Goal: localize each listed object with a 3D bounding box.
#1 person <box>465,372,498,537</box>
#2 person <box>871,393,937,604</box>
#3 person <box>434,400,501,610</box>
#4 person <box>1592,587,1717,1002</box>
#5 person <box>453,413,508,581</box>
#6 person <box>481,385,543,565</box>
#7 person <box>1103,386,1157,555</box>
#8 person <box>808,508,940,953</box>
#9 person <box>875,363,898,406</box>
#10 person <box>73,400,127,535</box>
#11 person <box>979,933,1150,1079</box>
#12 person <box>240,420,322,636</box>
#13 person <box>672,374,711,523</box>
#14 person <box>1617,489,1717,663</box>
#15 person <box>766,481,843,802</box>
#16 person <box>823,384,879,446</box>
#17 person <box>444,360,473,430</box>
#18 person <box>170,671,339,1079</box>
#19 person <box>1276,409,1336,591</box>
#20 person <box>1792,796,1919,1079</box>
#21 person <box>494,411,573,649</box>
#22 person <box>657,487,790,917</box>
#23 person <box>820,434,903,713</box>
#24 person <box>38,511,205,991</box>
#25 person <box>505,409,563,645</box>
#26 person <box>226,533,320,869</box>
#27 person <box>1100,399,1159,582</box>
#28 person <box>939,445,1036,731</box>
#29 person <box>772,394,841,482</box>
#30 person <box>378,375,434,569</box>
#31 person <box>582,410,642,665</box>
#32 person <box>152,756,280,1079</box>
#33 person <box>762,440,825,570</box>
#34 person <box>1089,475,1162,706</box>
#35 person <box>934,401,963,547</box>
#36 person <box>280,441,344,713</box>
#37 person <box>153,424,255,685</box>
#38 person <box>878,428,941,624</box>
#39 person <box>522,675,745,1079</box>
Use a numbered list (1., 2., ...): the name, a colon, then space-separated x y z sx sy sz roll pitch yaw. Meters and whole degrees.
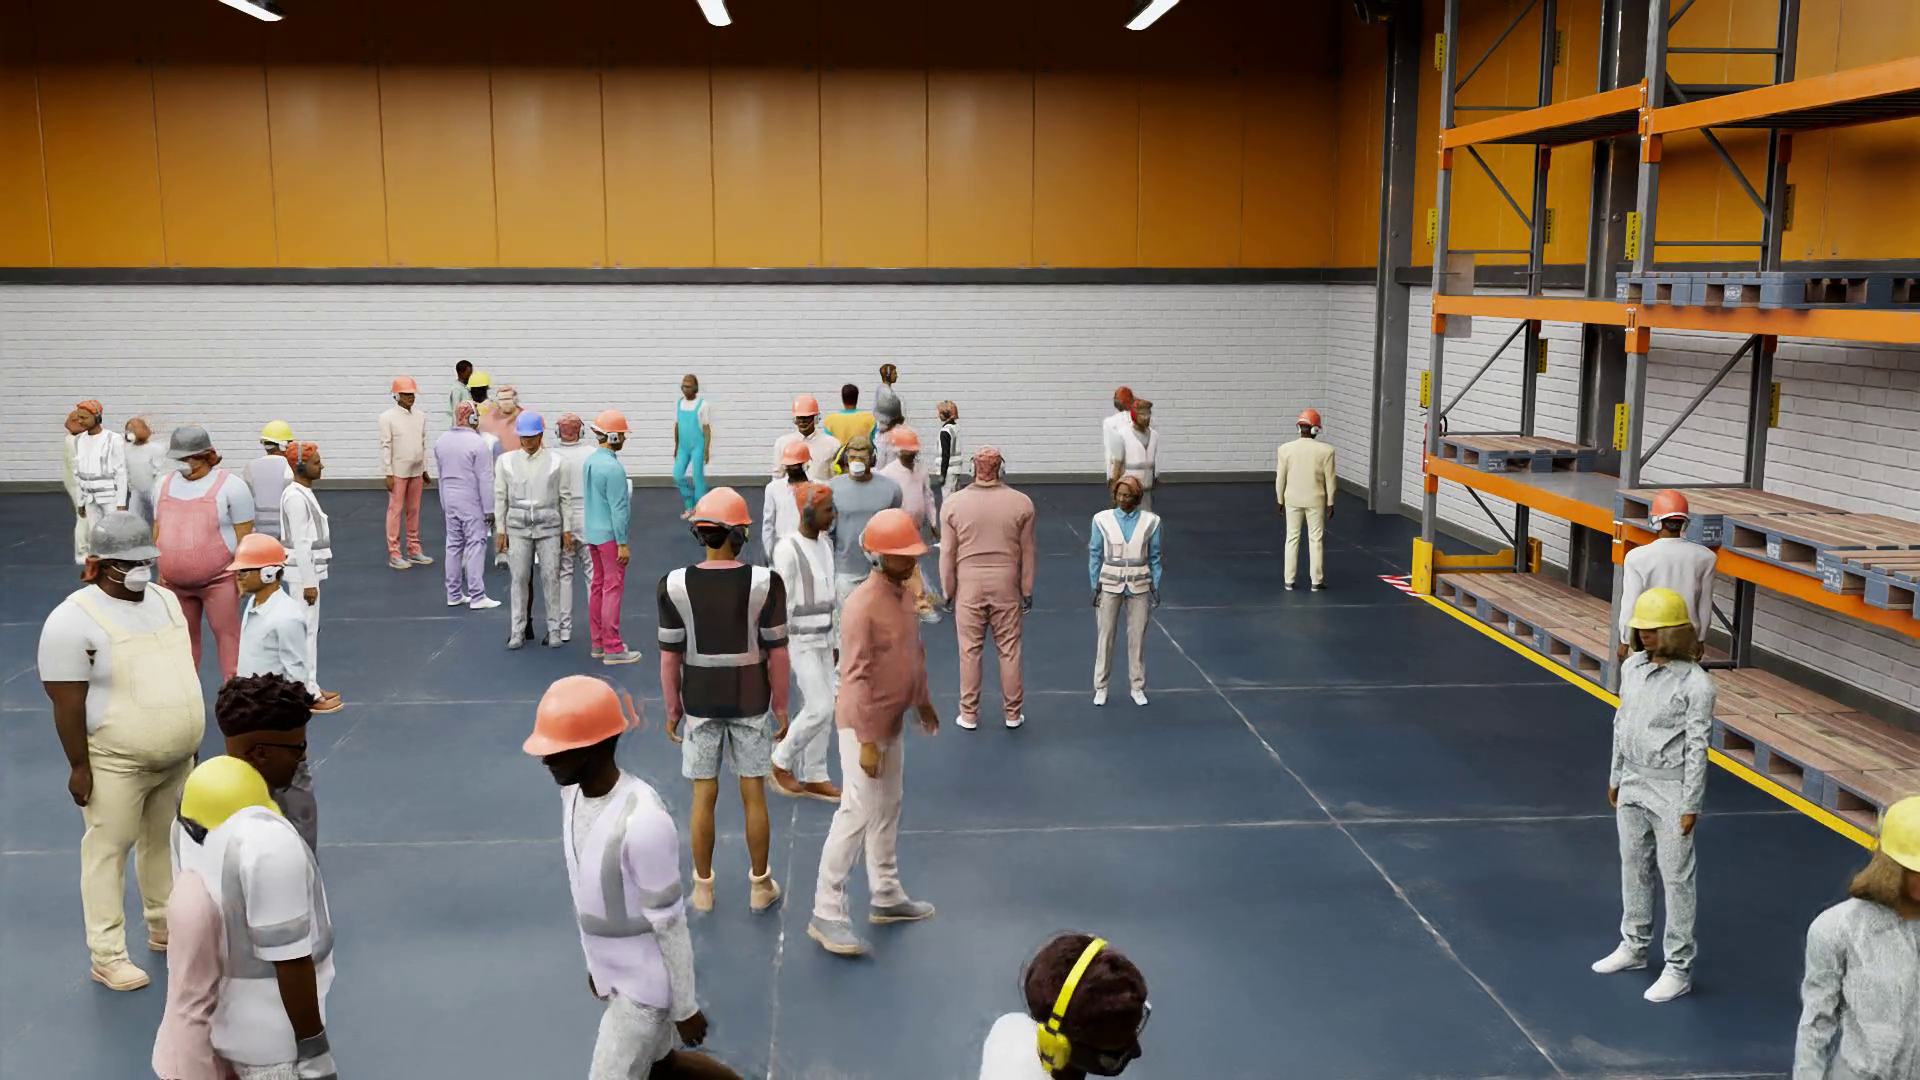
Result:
1. person: -5.508 -0.973 19.153 0.439 1.921 0.604 -2 9 -13
2. person: -0.591 -0.384 15.069 0.745 2.000 0.710 -2 9 -11
3. person: -4.460 -0.319 15.128 0.646 1.901 0.394 5 10 30
4. person: 2.914 1.053 7.006 0.314 1.737 0.486 -4 10 -21
5. person: -4.828 -0.469 16.580 0.605 1.728 1.057 1 9 3
6. person: -4.676 -0.670 17.373 0.646 1.892 0.402 0 9 -3
7. person: 1.834 -0.705 17.686 0.589 1.857 0.657 -3 9 -17
8. person: -0.359 0.831 7.606 0.503 1.995 0.839 3 9 17
9. person: -0.971 -1.449 22.365 0.343 1.847 0.506 -3 10 -18
10. person: -7.997 -0.370 15.499 0.581 1.879 0.350 3 9 17
11. person: 0.192 1.599 3.329 0.700 1.816 0.609 0 9 -2
12. person: -5.619 -0.078 13.804 0.600 1.829 0.404 1 9 5
13. person: -3.278 -1.108 20.275 0.546 1.827 0.429 4 10 24
14. person: 4.217 0.569 9.980 0.562 1.752 0.324 -1 9 -4
15. person: -0.848 0.594 9.474 0.410 1.864 0.619 4 10 23
16. person: -1.149 -0.739 17.860 0.596 1.865 1.021 1 9 5
17. person: -6.656 -1.446 22.198 0.411 1.904 0.602 -1 9 -5
18. person: -1.905 1.326 4.591 0.603 1.958 0.381 8 12 41
19. person: 3.327 -0.382 15.982 0.573 1.740 0.345 3 10 20
20. person: 2.430 1.506 4.231 0.491 1.717 0.767 1 9 7
21. person: -3.448 -0.080 13.462 0.615 1.942 0.409 -1 9 -9
22. person: -1.105 0.767 7.845 0.608 2.041 0.368 -1 9 -4
23. person: -0.687 0.232 11.524 0.636 1.938 0.365 -3 10 -20
24. person: -3.520 0.876 7.159 0.536 2.000 0.688 3 10 18
25. person: -3.482 -0.101 13.615 0.543 1.938 0.356 2 9 11
26. person: -3.447 0.832 8.328 0.335 1.753 0.563 -8 12 -41
27. person: 1.676 -0.504 16.503 0.576 1.824 0.692 -7 12 -39
28. person: 0.180 0.320 11.070 0.642 1.909 0.399 0 9 -3
29. person: -1.335 -0.275 14.528 0.622 1.993 0.381 0 9 1
30. person: -5.742 -0.711 17.263 0.386 1.996 0.610 5 10 28
31. person: -2.728 -0.026 13.004 0.403 1.986 0.611 -6 11 -34
32. person: -2.039 1.427 4.626 0.392 1.751 0.658 -2 9 -13
33. person: -1.264 0.088 13.003 0.572 1.749 0.324 1 9 4
34. person: 1.161 0.355 11.696 0.514 1.636 0.314 0 9 1
35. person: -0.120 -0.734 18.534 0.307 1.637 0.511 2 9 14
36. person: -4.525 0.256 11.545 0.353 1.883 0.573 -4 10 -21
37. person: -5.195 0.209 11.343 0.672 2.000 0.536 0 9 2
38. person: -0.488 -0.150 14.682 0.905 1.702 0.586 8 12 39
39. person: -0.907 1.286 5.119 0.982 1.891 0.562 -7 11 -35
